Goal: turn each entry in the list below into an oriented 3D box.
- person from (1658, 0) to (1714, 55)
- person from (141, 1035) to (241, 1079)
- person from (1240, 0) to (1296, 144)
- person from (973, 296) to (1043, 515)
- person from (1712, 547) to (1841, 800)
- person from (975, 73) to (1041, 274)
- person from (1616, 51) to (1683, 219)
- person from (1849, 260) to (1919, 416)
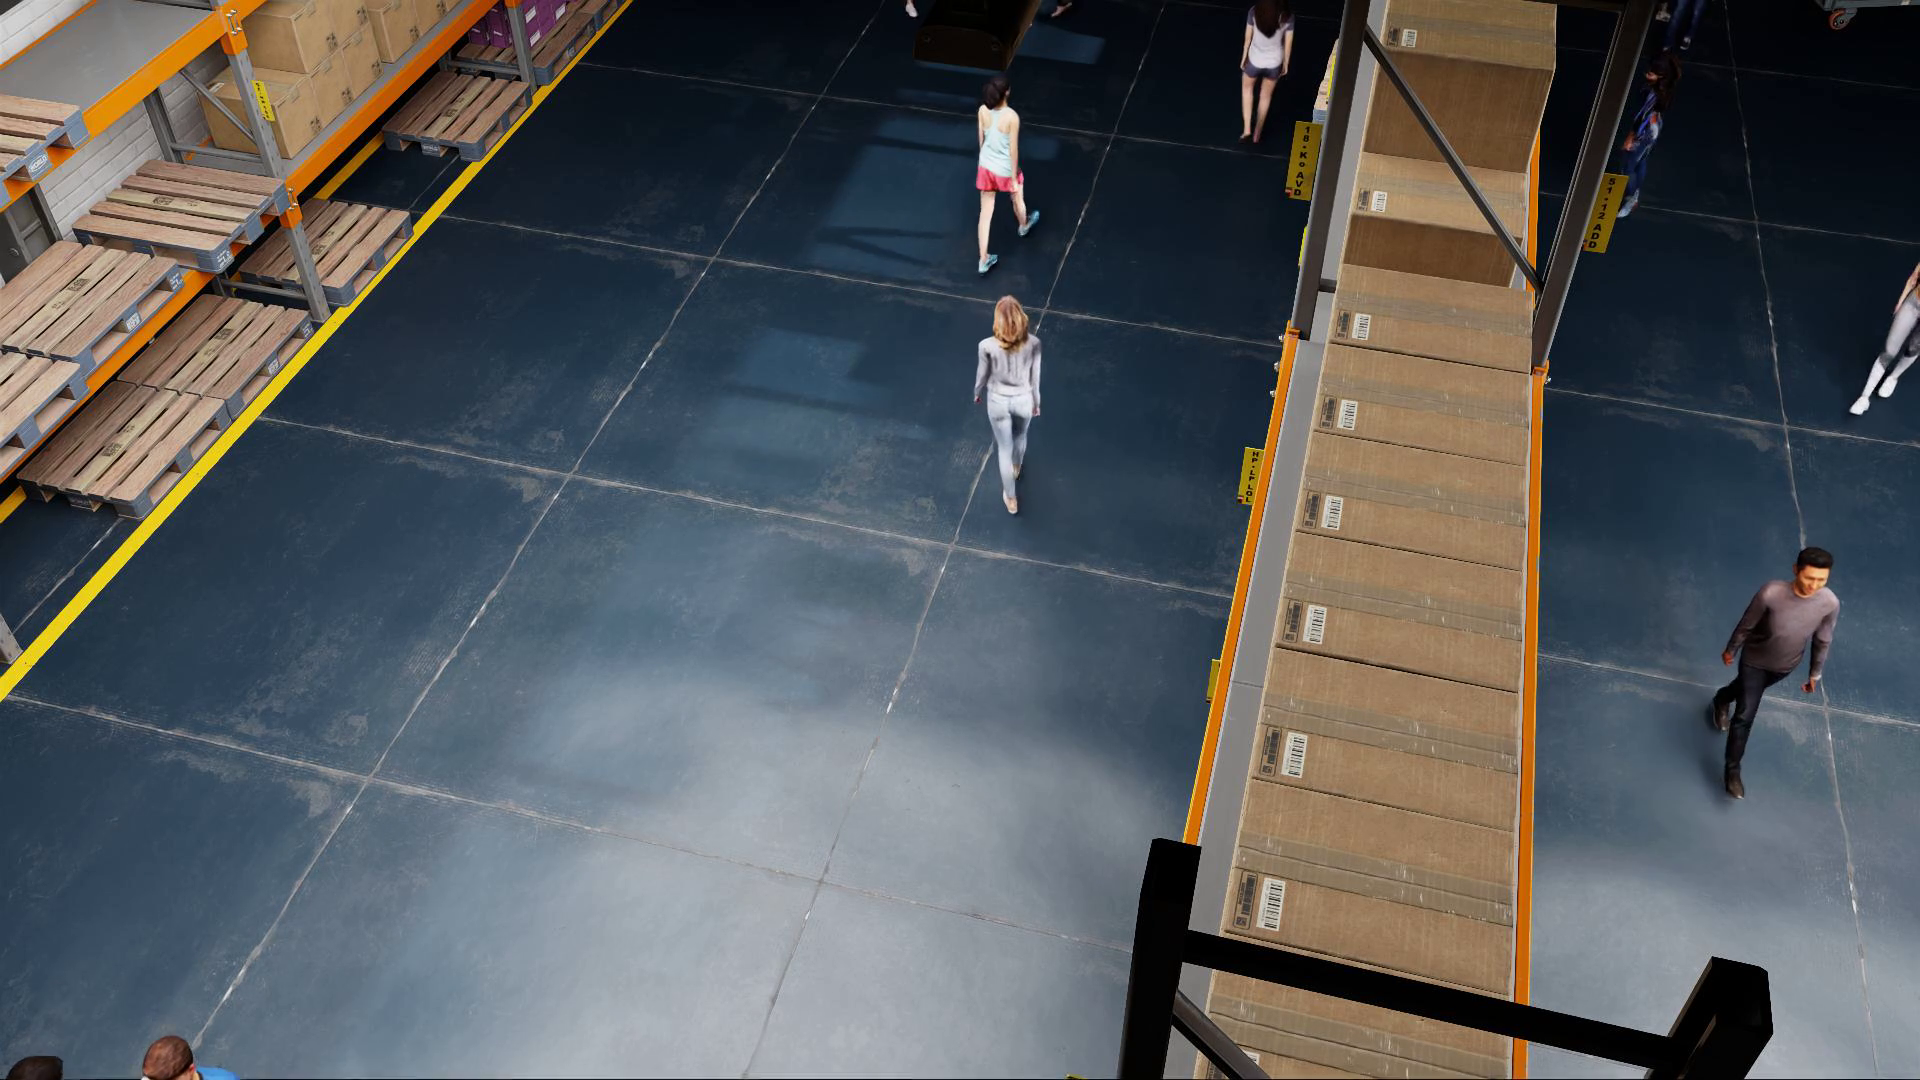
[{"bbox_3d":[7.583,-5.731,16.991,0.706,1.528,0.977,23,48,23],"label":"person"},{"bbox_3d":[-3.419,2.766,7.839,0.699,1.850,0.803,6,44,6],"label":"person"},{"bbox_3d":[2.824,-4.432,15.508,0.611,1.694,0.686,8,44,9],"label":"person"},{"bbox_3d":[0.358,-0.903,11.743,0.797,1.777,0.973,-2,44,-2],"label":"person"},{"bbox_3d":[4.923,0.666,10.136,1.137,1.723,0.757,10,45,11],"label":"person"},{"bbox_3d":[0.284,-3.063,14.050,0.834,1.722,1.210,23,48,22],"label":"person"},{"bbox_3d":[6.049,-3.590,14.684,0.612,1.612,0.792,-34,53,-30],"label":"person"},{"bbox_3d":[7.398,-1.758,12.715,0.831,1.674,1.051,30,51,28],"label":"person"}]
